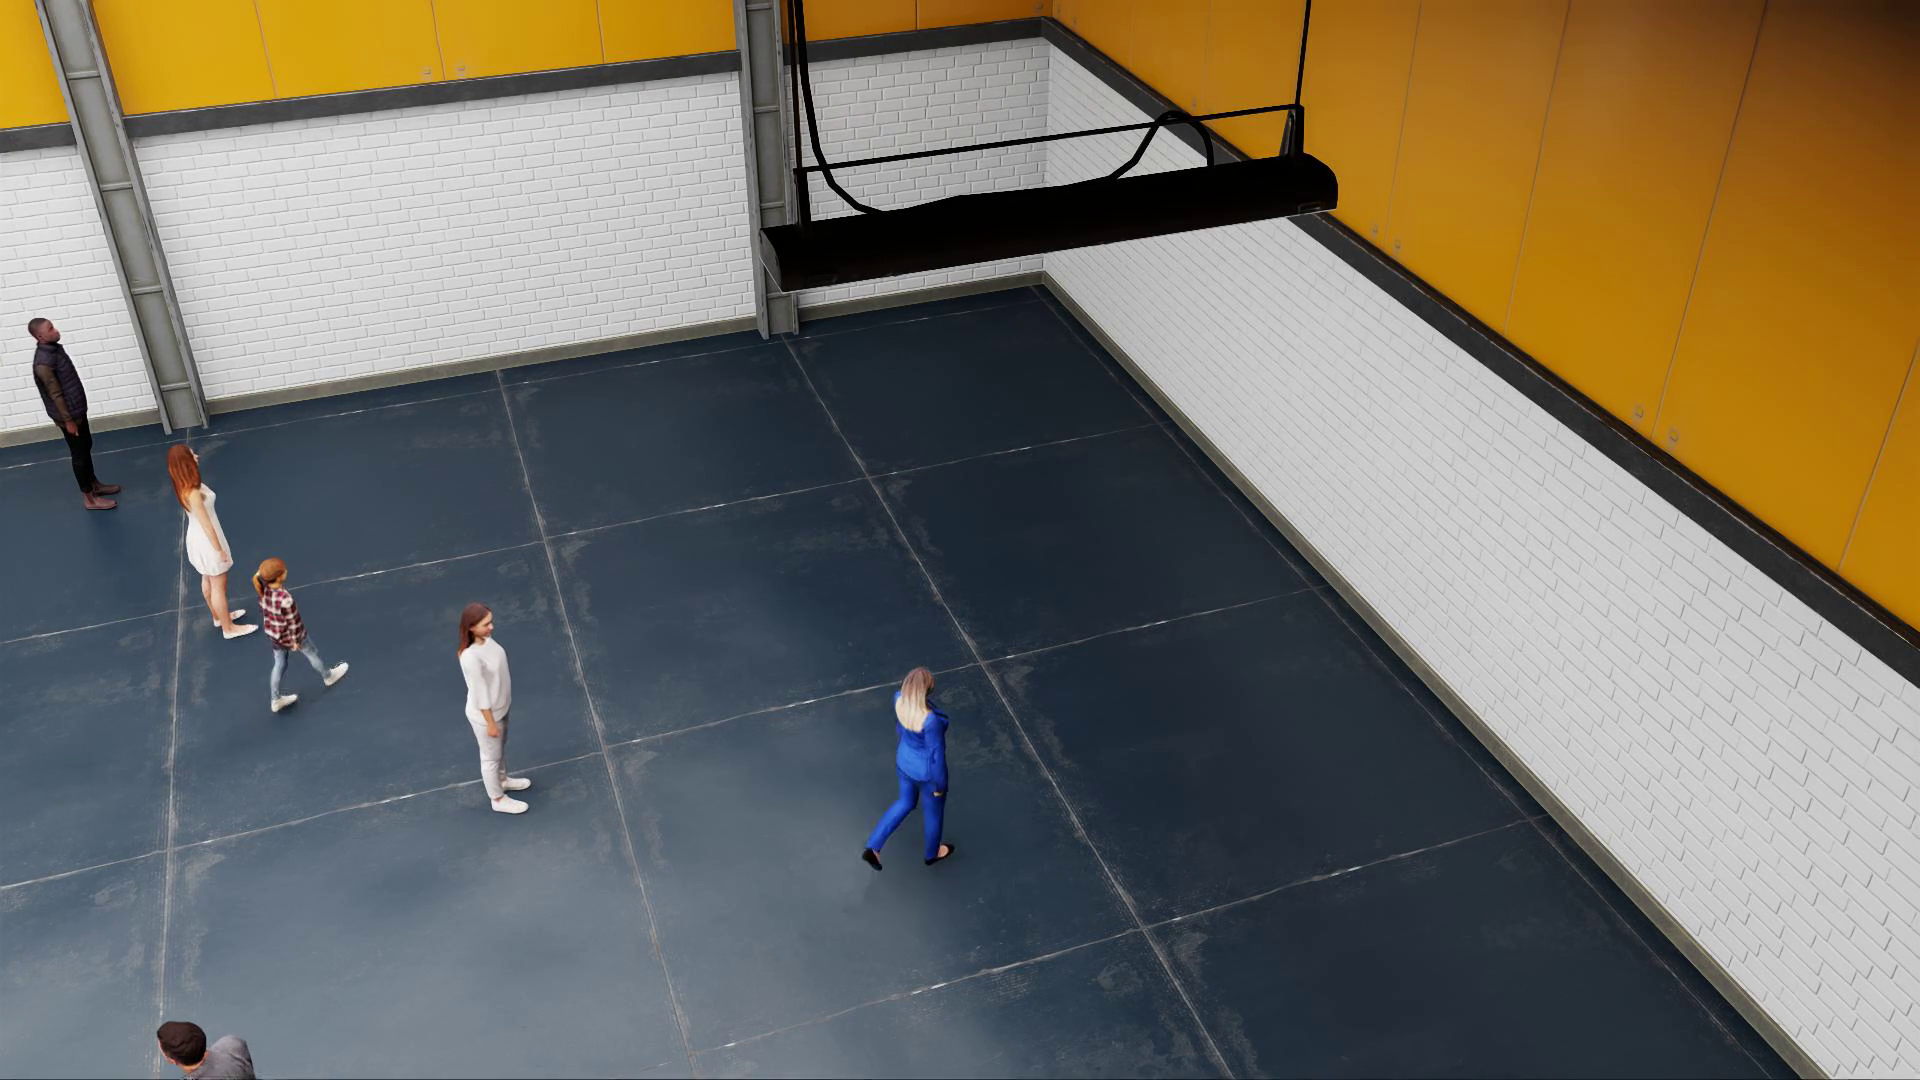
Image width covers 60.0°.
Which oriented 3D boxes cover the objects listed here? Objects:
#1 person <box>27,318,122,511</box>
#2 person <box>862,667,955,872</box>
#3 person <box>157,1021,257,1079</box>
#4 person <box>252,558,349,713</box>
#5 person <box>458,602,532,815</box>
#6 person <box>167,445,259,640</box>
[{"bbox_3d":[-7.878,-1.131,14.716,0.577,1.836,0.699,-9,35,-13],"label":"person"},{"bbox_3d":[-0.328,1.542,10.828,1.021,1.688,0.819,-25,41,-32],"label":"person"},{"bbox_3d":[-3.577,3.081,8.367,1.169,1.849,1.049,9,35,13],"label":"person"},{"bbox_3d":[-5.094,0.721,12.438,0.847,1.273,0.947,18,38,25],"label":"person"},{"bbox_3d":[-3.241,1.139,11.433,0.615,1.689,0.646,-3,34,-5],"label":"person"},{"bbox_3d":[-5.958,0.000,13.126,0.621,1.712,0.618,-23,40,-31],"label":"person"}]
